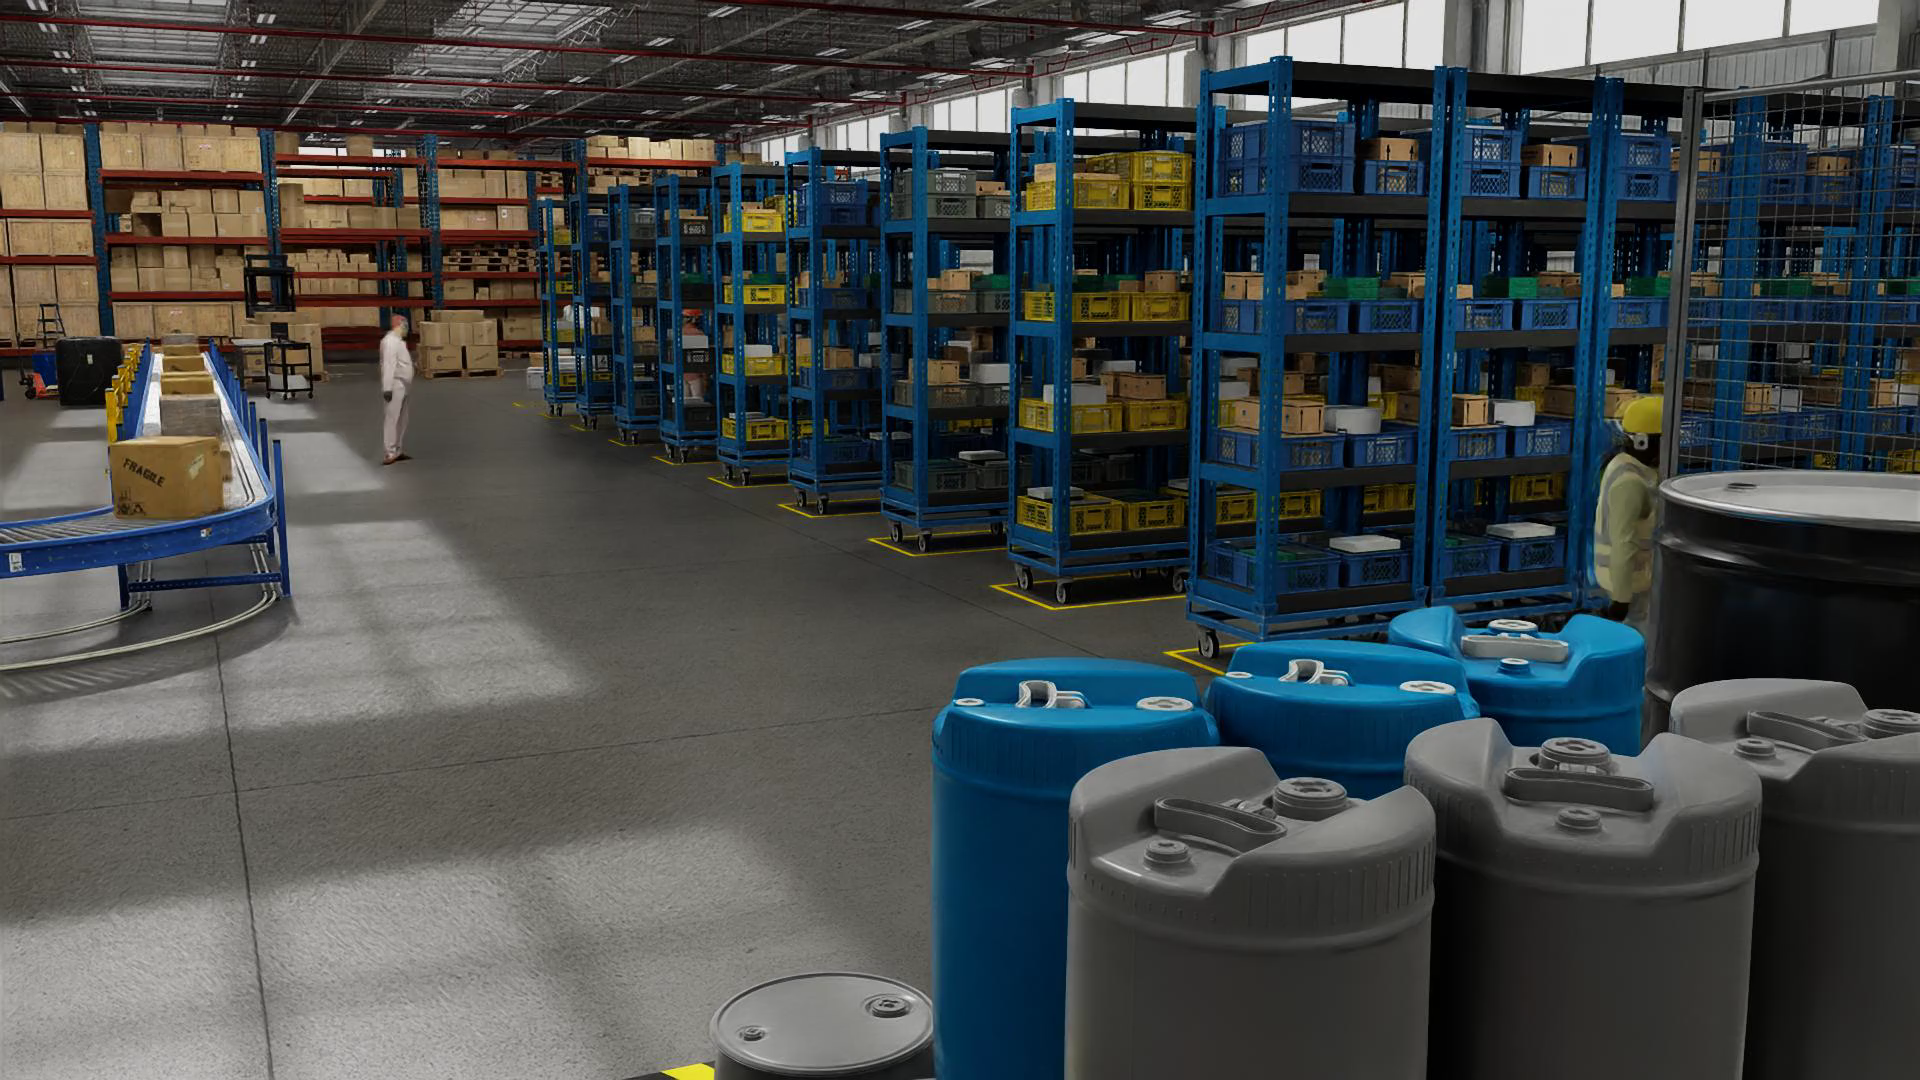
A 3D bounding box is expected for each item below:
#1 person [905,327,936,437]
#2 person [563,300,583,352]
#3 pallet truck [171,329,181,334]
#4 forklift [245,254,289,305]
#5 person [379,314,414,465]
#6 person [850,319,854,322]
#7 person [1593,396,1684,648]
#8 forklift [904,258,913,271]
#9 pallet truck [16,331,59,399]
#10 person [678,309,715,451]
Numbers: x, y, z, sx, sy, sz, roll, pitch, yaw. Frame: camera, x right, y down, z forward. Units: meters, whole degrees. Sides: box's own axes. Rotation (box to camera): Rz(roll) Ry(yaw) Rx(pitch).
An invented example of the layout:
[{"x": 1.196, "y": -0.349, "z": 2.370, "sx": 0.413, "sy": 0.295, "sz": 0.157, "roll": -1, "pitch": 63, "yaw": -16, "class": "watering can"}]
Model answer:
[{"x": -0.431, "y": -2.301, "z": 23.634, "sx": 0.717, "sy": 1.822, "sz": 0.579, "roll": -5, "pitch": 10, "yaw": -28, "class": "person"}, {"x": -9.369, "y": -5.060, "z": 40.415, "sx": 0.606, "sy": 1.940, "sz": 0.407, "roll": 4, "pitch": 10, "yaw": 22, "class": "person"}, {"x": -17.275, "y": -3.851, "z": 35.096, "sx": 1.601, "sy": 1.201, "sz": 0.680, "roll": 0, "pitch": 9, "yaw": 1, "class": "pallet truck"}, {"x": -16.449, "y": -5.408, "z": 39.640, "sx": 1.129, "sy": 2.768, "sz": 1.873, "roll": -4, "pitch": 10, "yaw": -25, "class": "forklift"}, {"x": -7.114, "y": -1.900, "z": 21.015, "sx": 0.396, "sy": 1.879, "sz": 0.796, "roll": -2, "pitch": 9, "yaw": -9, "class": "person"}, {"x": -3.623, "y": -7.263, "z": 54.230, "sx": 0.567, "sy": 1.882, "sz": 0.978, "roll": -8, "pitch": 12, "yaw": -39, "class": "person"}, {"x": 3.307, "y": 0.171, "z": 8.347, "sx": 0.702, "sy": 1.804, "sz": 0.593, "roll": 3, "pitch": 10, "yaw": 19, "class": "person"}, {"x": -1.281, "y": -7.339, "z": 51.623, "sx": 1.129, "sy": 2.768, "sz": 1.873, "roll": -4, "pitch": 10, "yaw": -25, "class": "forklift"}, {"x": -17.082, "y": -3.353, "z": 31.781, "sx": 1.630, "sy": 1.274, "sz": 0.653, "roll": -4, "pitch": 10, "yaw": -25, "class": "pallet truck"}, {"x": -3.601, "y": -2.200, "z": 22.476, "sx": 0.622, "sy": 1.993, "sz": 0.384, "roll": 7, "pitch": 11, "yaw": 37, "class": "person"}]
